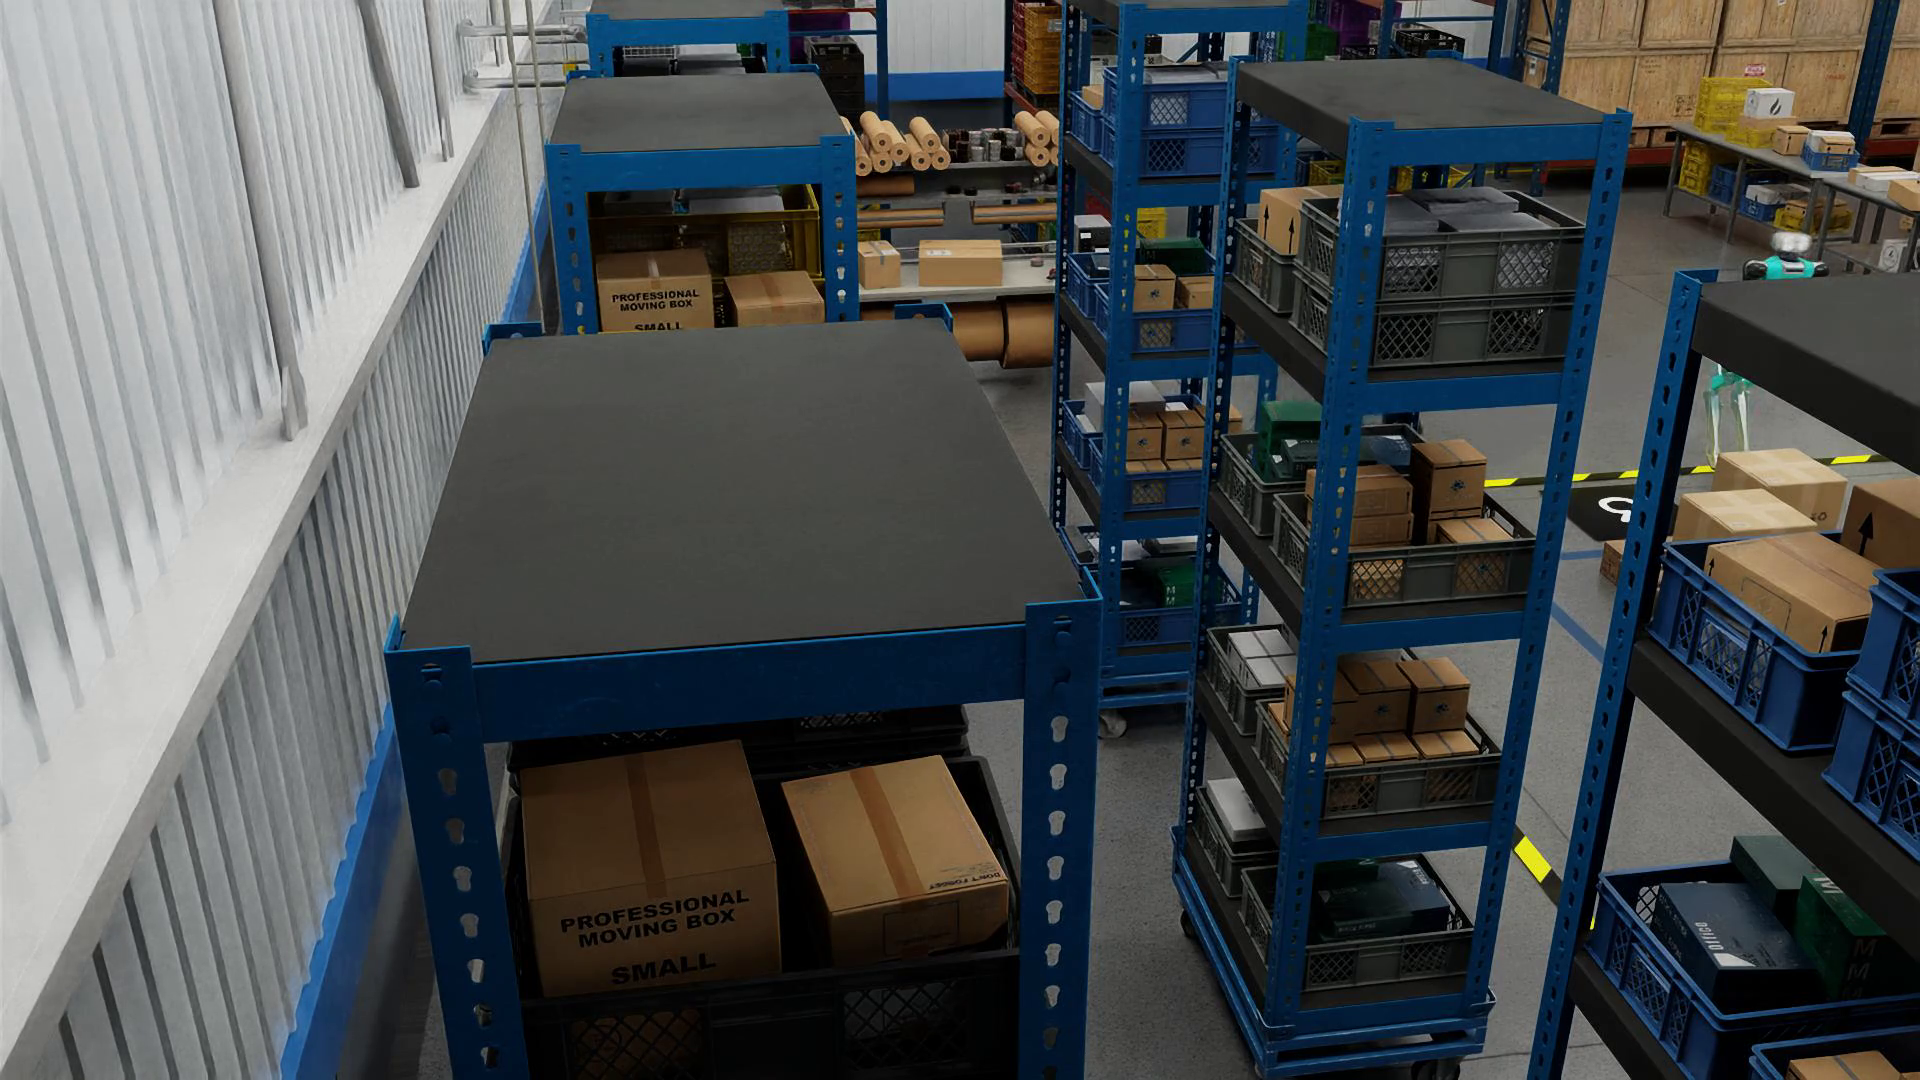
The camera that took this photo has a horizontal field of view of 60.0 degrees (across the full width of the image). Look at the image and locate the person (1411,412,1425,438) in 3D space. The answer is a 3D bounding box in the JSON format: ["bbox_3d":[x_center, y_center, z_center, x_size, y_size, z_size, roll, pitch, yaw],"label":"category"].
[{"bbox_3d":[2.972,-1.264,11.207,0.935,1.810,0.592,-4,25,-10],"label":"person"}]

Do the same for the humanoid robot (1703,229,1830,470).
[{"bbox_3d":[5.346,-1.309,11.230,0.533,1.674,0.735,1,25,1],"label":"humanoid robot"}]
